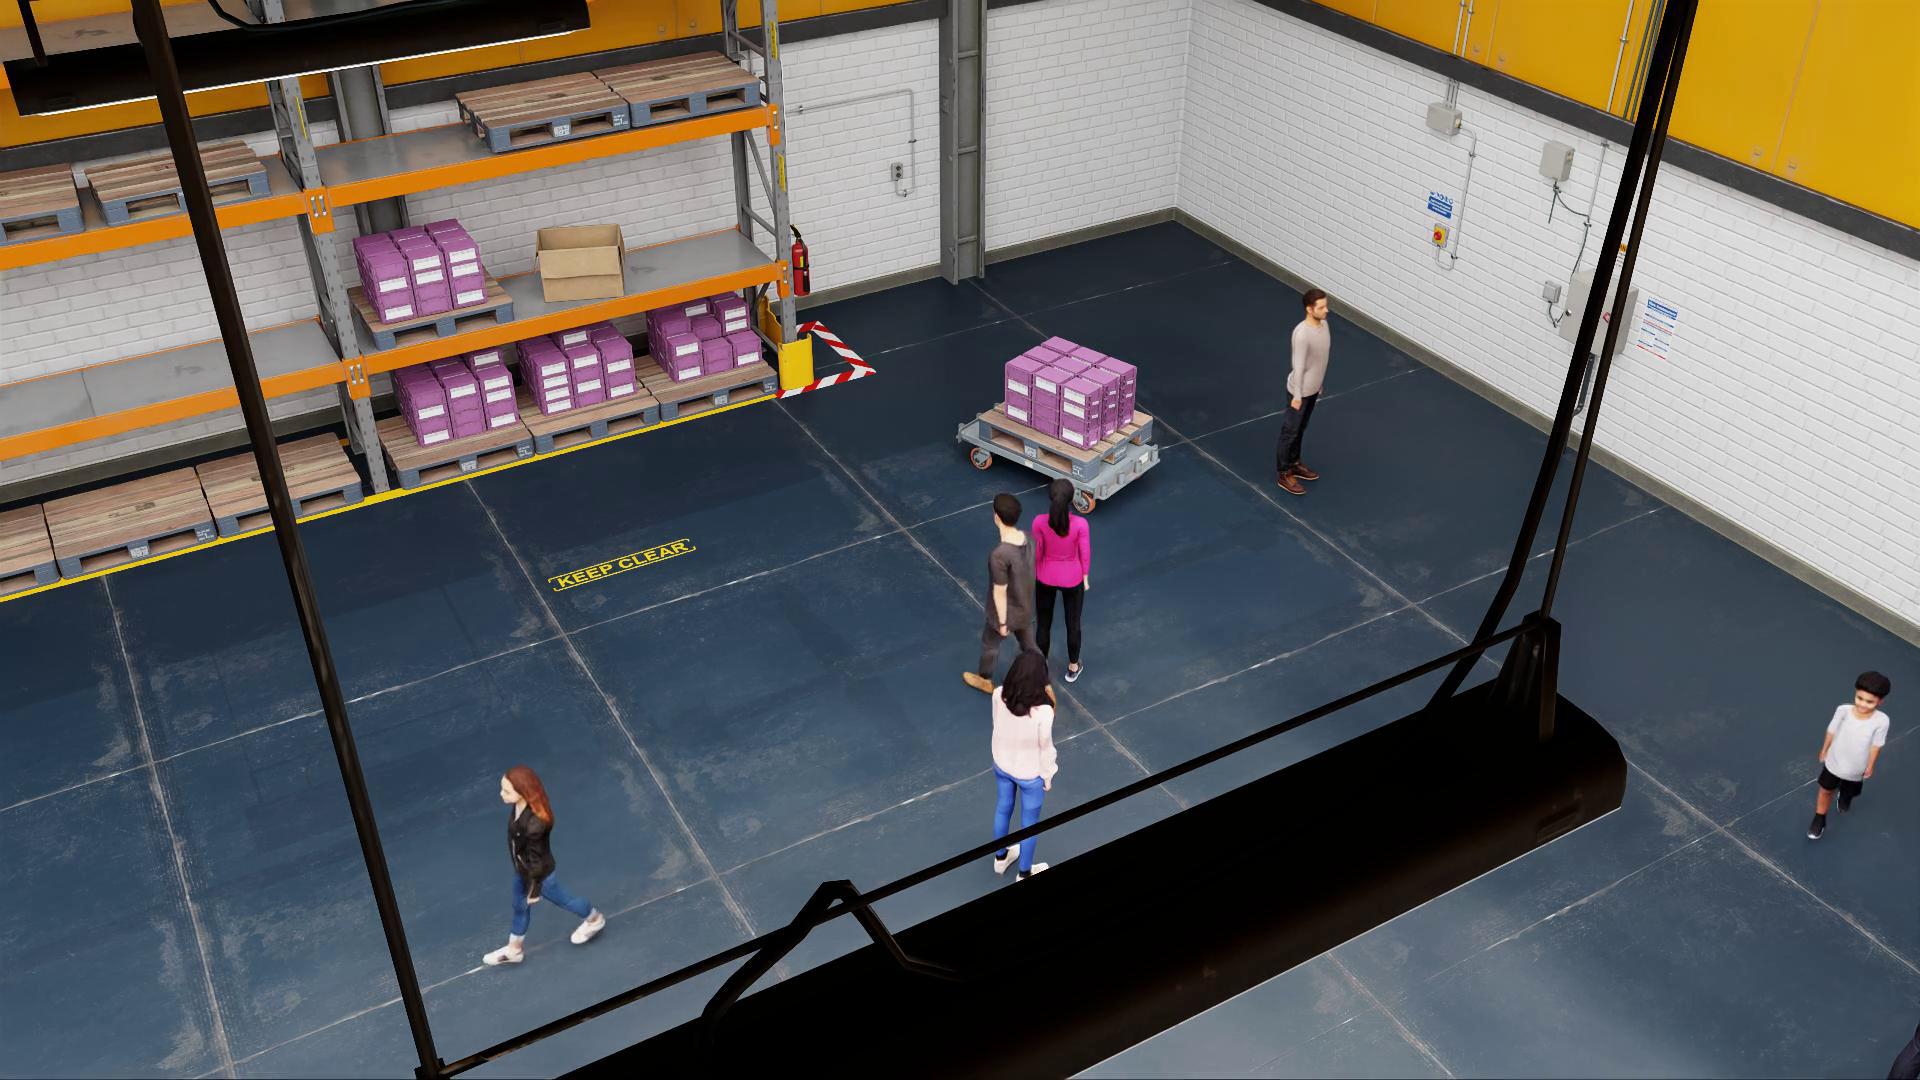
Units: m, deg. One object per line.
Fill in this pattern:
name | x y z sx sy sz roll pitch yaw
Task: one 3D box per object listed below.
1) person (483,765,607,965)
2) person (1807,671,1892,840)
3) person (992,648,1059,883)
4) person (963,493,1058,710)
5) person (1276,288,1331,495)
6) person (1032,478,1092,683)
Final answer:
person | -2.441 1.908 9.860 0.959 1.446 0.577 -18 38 -25
person | 5.820 1.367 10.849 0.668 1.252 0.806 21 39 28
person | 0.368 1.417 10.310 0.702 1.766 0.673 24 40 31
person | 0.433 0.494 11.781 1.006 1.675 0.814 -28 43 -35
person | 2.957 -1.309 14.319 0.794 1.868 0.666 21 39 28
person | 0.723 0.292 12.063 0.680 1.698 0.755 4 34 7
